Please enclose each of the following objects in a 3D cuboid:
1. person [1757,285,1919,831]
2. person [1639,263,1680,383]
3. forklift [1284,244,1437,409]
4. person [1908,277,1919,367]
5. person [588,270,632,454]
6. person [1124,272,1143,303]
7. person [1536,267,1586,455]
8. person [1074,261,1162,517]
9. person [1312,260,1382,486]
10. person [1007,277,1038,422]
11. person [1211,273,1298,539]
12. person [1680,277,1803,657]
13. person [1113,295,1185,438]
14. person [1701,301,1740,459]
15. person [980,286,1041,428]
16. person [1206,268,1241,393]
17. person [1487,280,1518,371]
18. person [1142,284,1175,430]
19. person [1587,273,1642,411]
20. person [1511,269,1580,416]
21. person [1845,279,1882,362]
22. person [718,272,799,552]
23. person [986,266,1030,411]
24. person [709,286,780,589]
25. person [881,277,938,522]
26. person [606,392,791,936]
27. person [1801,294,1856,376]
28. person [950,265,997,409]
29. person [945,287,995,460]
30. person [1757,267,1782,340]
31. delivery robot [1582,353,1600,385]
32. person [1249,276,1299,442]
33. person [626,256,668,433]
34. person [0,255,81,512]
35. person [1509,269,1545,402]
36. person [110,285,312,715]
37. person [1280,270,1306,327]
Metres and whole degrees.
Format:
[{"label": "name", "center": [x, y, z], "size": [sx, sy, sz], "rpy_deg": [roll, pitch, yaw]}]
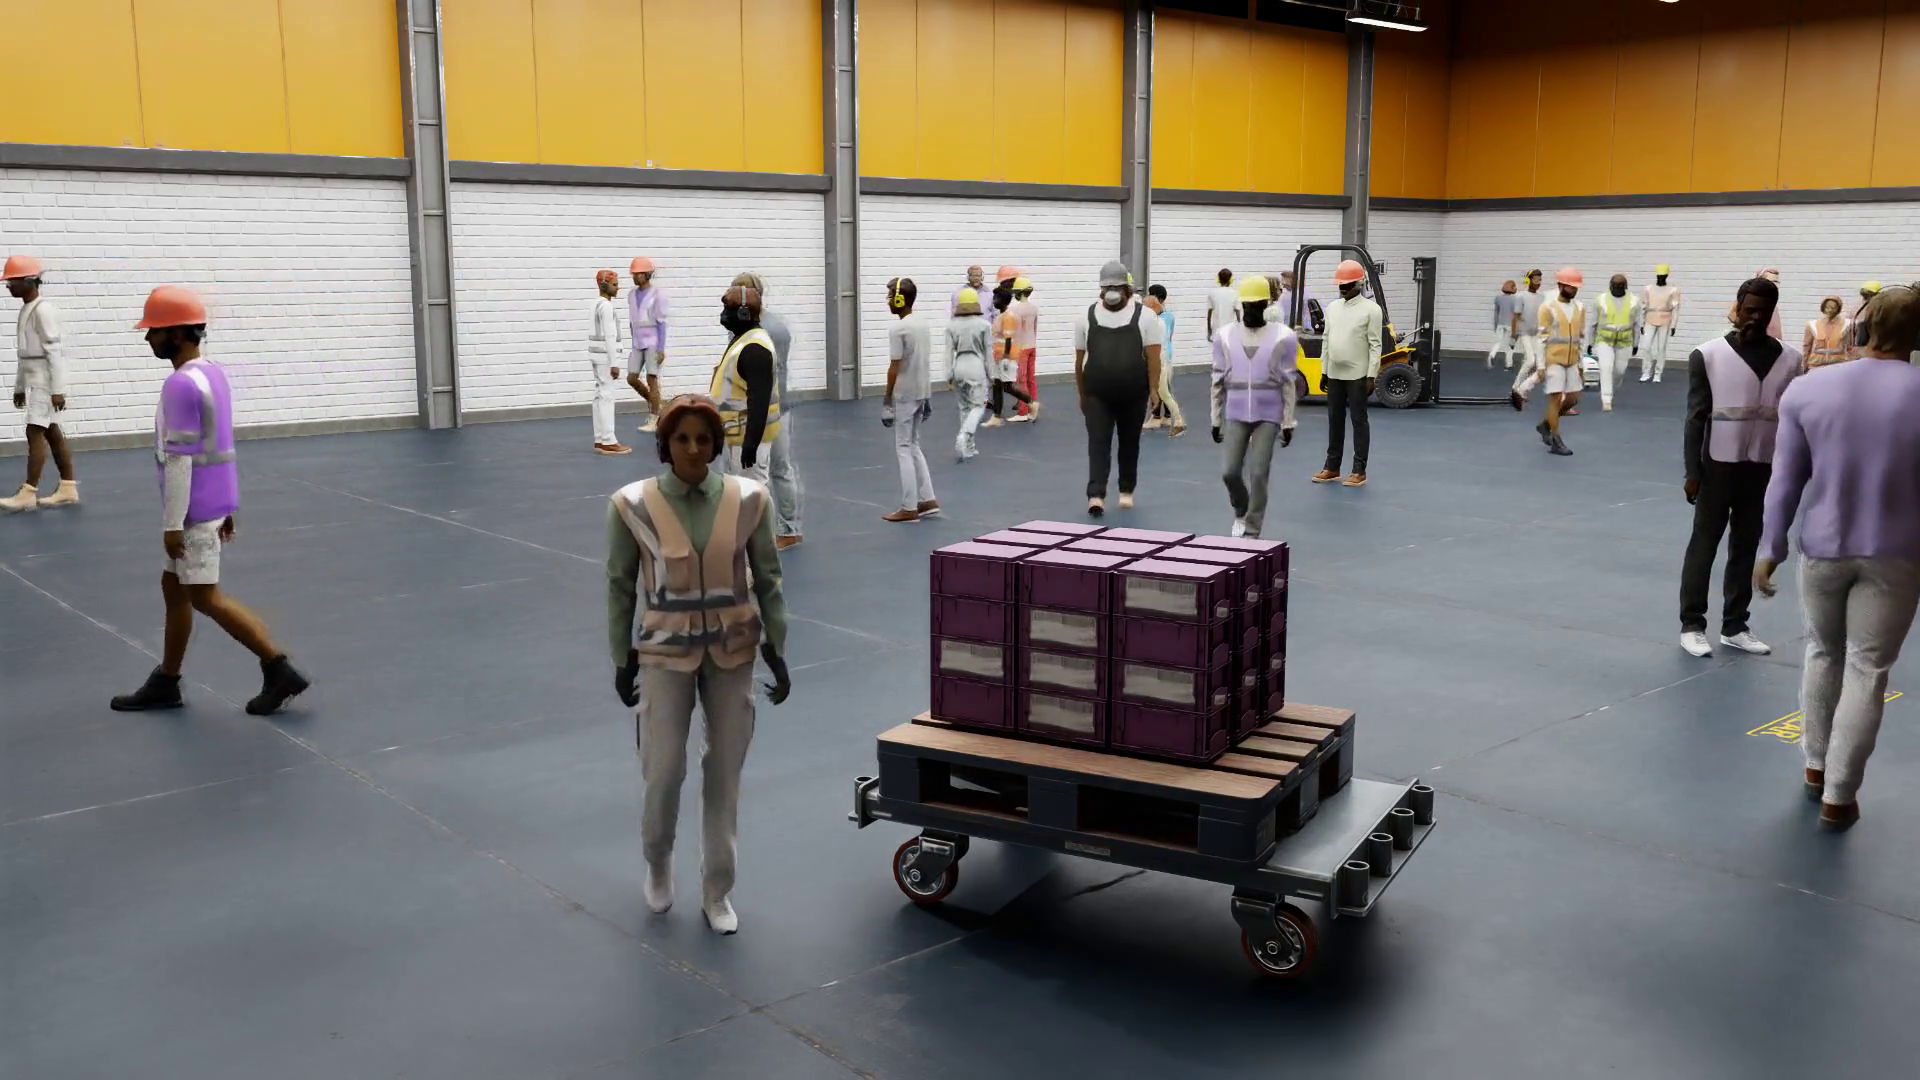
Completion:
[{"label": "person", "center": [3.287, 0.052, 5.987], "size": [0.663, 1.914, 0.783], "rpy_deg": [8, 13, 39]}, {"label": "person", "center": [11.106, -3.446, 26.486], "size": [0.600, 1.899, 0.776], "rpy_deg": [7, 12, 34]}, {"label": "forklift", "center": [5.256, -2.933, 22.661], "size": [2.313, 2.155, 1.214], "rpy_deg": [3, 10, 16]}, {"label": "person", "center": [6.594, -0.855, 11.405], "size": [0.639, 1.901, 1.017], "rpy_deg": [0, 10, 1]}, {"label": "person", "center": [-3.632, -1.828, 17.103], "size": [0.360, 1.884, 0.574], "rpy_deg": [-5, 11, -25]}, {"label": "person", "center": [2.193, -2.703, 22.374], "size": [0.404, 1.830, 0.601], "rpy_deg": [-9, 13, -43]}, {"label": "person", "center": [6.126, -1.835, 17.043], "size": [0.565, 1.918, 0.575], "rpy_deg": [-3, 10, -17]}, {"label": "person", "center": [1.228, -1.217, 13.062], "size": [0.690, 2.000, 1.017], "rpy_deg": [1, 10, 8]}, {"label": "person", "center": [3.425, -1.469, 14.703], "size": [0.392, 1.986, 0.609], "rpy_deg": [-8, 12, -39]}, {"label": "person", "center": [0.765, -2.327, 20.365], "size": [0.310, 1.768, 0.533], "rpy_deg": [6, 11, 31]}, {"label": "person", "center": [2.007, -0.861, 11.372], "size": [0.586, 1.911, 0.516], "rpy_deg": [4, 10, 21]}, {"label": "person", "center": [3.949, -0.356, 8.458], "size": [0.590, 1.892, 0.389], "rpy_deg": [-1, 10, -8]}, {"label": "person", "center": [2.159, -1.932, 18.574], "size": [0.839, 1.591, 0.501], "rpy_deg": [-5, 11, -25]}, {"label": "person", "center": [7.400, -1.496, 15.938], "size": [0.504, 1.622, 0.456], "rpy_deg": [-7, 12, -35]}, {"label": "person", "center": [0.587, -2.140, 19.518], "size": [0.652, 1.677, 0.541], "rpy_deg": [-3, 10, -16]}, {"label": "person", "center": [3.835, -3.031, 24.245], "size": [0.492, 1.852, 0.430], "rpy_deg": [1, 10, 8]}, {"label": "person", "center": [9.595, -3.778, 29.303], "size": [0.629, 1.610, 0.509], "rpy_deg": [-8, 13, -40]}, {"label": "person", "center": [2.309, -2.140, 19.471], "size": [0.317, 1.695, 0.540], "rpy_deg": [8, 13, 40]}, {"label": "person", "center": [8.659, -2.627, 22.058], "size": [0.652, 1.810, 0.766], "rpy_deg": [2, 10, 11]}, {"label": "person", "center": [7.483, -2.508, 21.113], "size": [0.749, 1.885, 0.690], "rpy_deg": [1, 10, 3]}, {"label": "person", "center": [11.149, -2.363, 20.678], "size": [0.779, 1.742, 0.532], "rpy_deg": [-3, 10, -18]}, {"label": "person", "center": [-1.423, -0.835, 11.220], "size": [0.654, 1.911, 0.793], "rpy_deg": [9, 13, 44]}, {"label": "person", "center": [0.624, -2.601, 21.624], "size": [0.538, 1.874, 0.982], "rpy_deg": [6, 11, 31]}, {"label": "person", "center": [-1.318, -0.624, 10.172], "size": [0.429, 1.845, 0.621], "rpy_deg": [-2, 10, -14]}, {"label": "person", "center": [-0.396, -1.058, 12.649], "size": [0.341, 1.862, 0.559], "rpy_deg": [5, 11, 29]}, {"label": "person", "center": [-0.774, 0.373, 4.967], "size": [0.525, 1.625, 0.359], "rpy_deg": [-3, 10, -19]}, {"label": "person", "center": [9.391, -1.849, 17.995], "size": [0.534, 1.613, 0.599], "rpy_deg": [6, 11, 30]}, {"label": "person", "center": [0.197, -2.694, 22.101], "size": [0.652, 1.906, 0.408], "rpy_deg": [-1, 10, -8]}, {"label": "person", "center": [0.073, -1.649, 16.539], "size": [0.487, 1.717, 0.720], "rpy_deg": [4, 10, 21]}, {"label": "person", "center": [8.450, -1.918, 17.580], "size": [0.399, 1.902, 0.642], "rpy_deg": [9, 13, 41]}, {"label": "delivery robot", "center": [9.432, -2.569, 25.050], "size": [0.477, 0.478, 0.707], "rpy_deg": [0, 10, 3]}, {"label": "person", "center": [3.402, -1.971, 18.190], "size": [0.971, 1.790, 0.531], "rpy_deg": [-5, 11, -28]}, {"label": "person", "center": [-3.586, -2.239, 19.103], "size": [0.606, 2.029, 0.467], "rpy_deg": [7, 12, 34]}, {"label": "person", "center": [-7.419, -1.236, 13.219], "size": [0.645, 2.032, 0.645], "rpy_deg": [-8, 13, -39]}, {"label": "person", "center": [7.900, -2.818, 23.031], "size": [0.490, 1.844, 0.481], "rpy_deg": [-6, 11, -32]}, {"label": "person", "center": [-3.335, -0.164, 7.304], "size": [0.873, 1.909, 0.555], "rpy_deg": [-2, 10, -9]}, {"label": "person", "center": [4.801, -2.998, 24.133], "size": [0.454, 1.820, 0.578], "rpy_deg": [-1, 10, -5]}]
